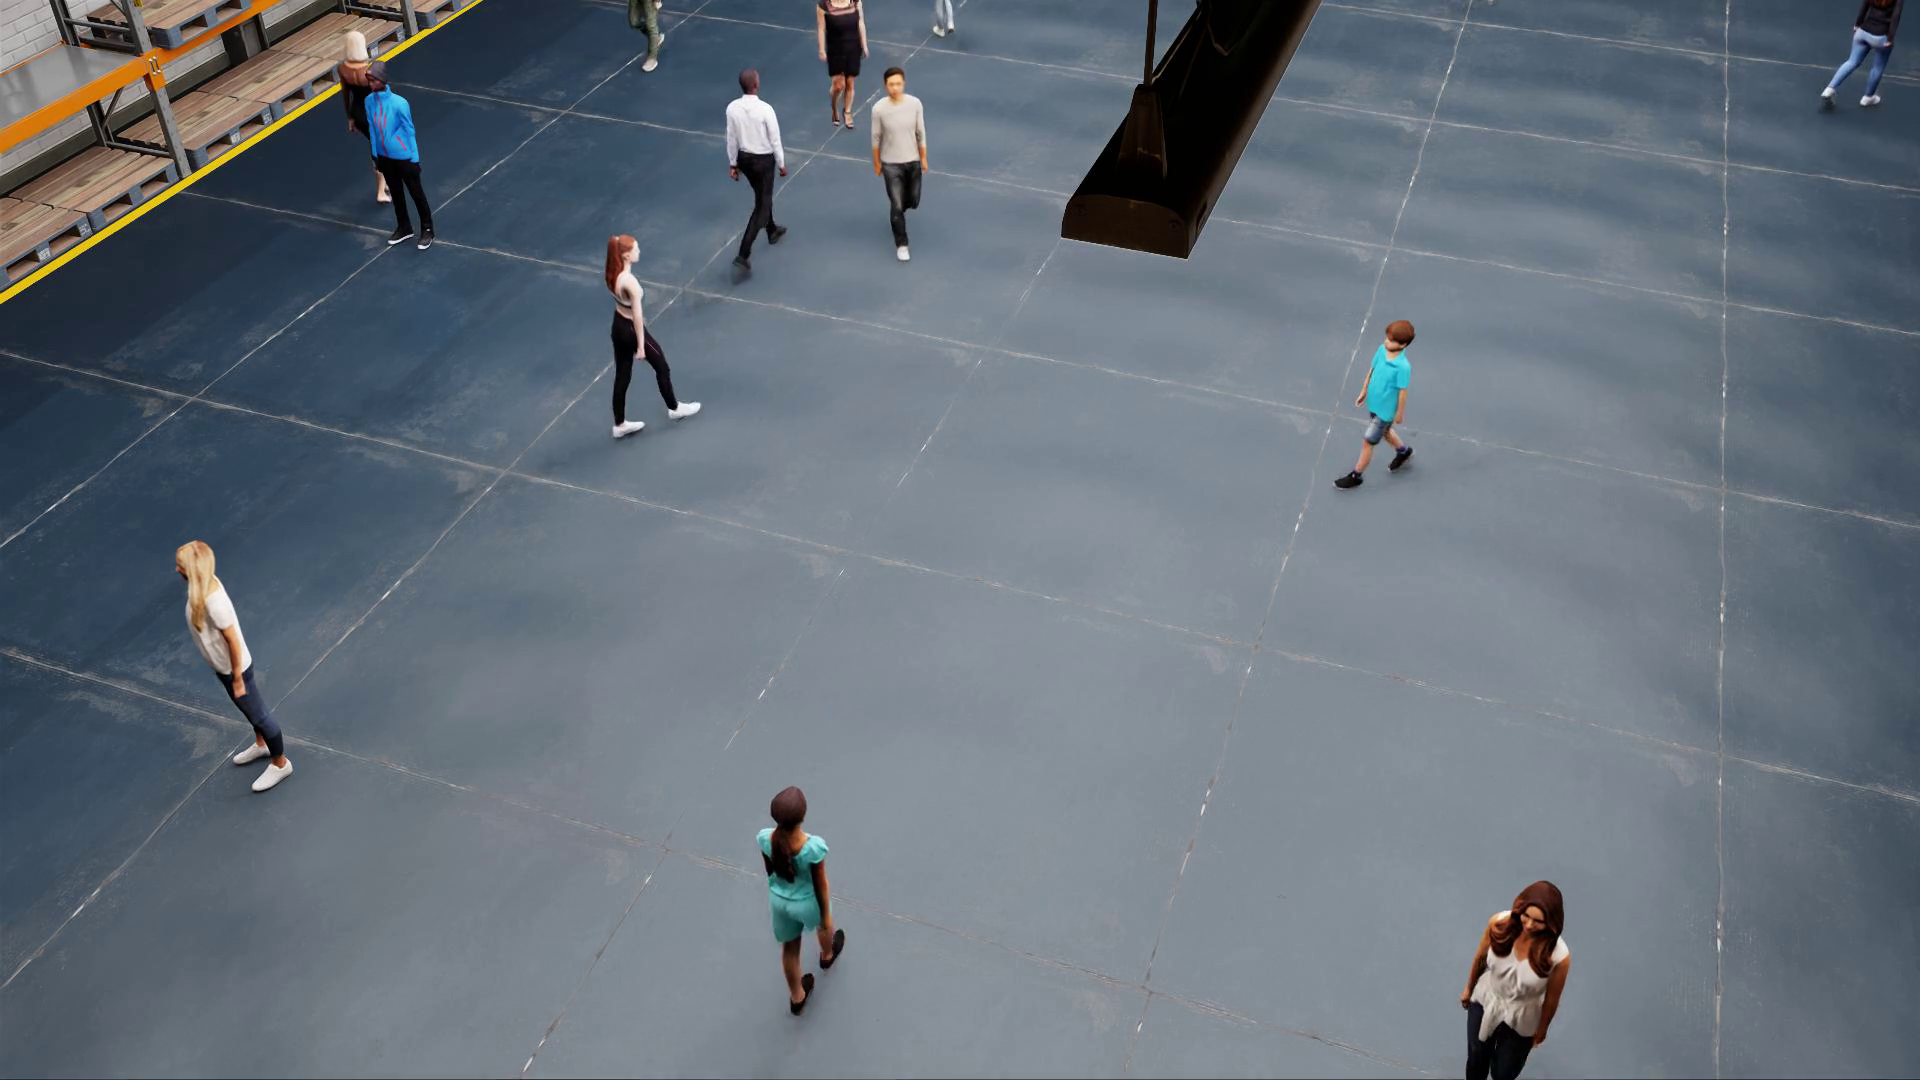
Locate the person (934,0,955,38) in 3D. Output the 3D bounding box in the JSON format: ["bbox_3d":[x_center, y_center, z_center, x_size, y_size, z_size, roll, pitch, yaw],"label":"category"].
[{"bbox_3d":[-0.182,-6.513,19.450,0.667,1.300,0.727,-16,41,-19],"label":"person"}]

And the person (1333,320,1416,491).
[{"bbox_3d":[3.243,-1.043,12.501,0.938,1.426,0.944,-11,40,-13],"label":"person"}]

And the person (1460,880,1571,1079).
[{"bbox_3d":[2.705,2.234,8.119,0.755,1.772,0.900,30,47,32],"label":"person"}]

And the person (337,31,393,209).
[{"bbox_3d":[-5.693,-3.980,15.934,0.586,1.731,0.615,13,40,15],"label":"person"}]

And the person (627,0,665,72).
[{"bbox_3d":[-3.519,-6.162,18.731,0.602,1.649,0.778,15,41,18],"label":"person"}]

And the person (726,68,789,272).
[{"bbox_3d":[-1.877,-3.308,15.044,0.703,1.792,1.269,16,41,19],"label":"person"}]

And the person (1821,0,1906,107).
[{"bbox_3d":[9.726,-5.379,17.786,1.108,1.606,1.029,-19,42,-22],"label":"person"}]

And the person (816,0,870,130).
[{"bbox_3d":[-1.252,-5.117,17.380,0.765,1.702,0.819,-15,41,-18],"label":"person"}]

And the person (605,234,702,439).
[{"bbox_3d":[-2.632,-1.545,12.895,1.067,1.717,0.920,-27,46,-29],"label":"person"}]

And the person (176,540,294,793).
[{"bbox_3d":[-4.362,0.731,9.972,0.666,1.809,0.662,-27,46,-30],"label":"person"}]

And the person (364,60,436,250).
[{"bbox_3d":[-5.187,-3.558,15.356,0.619,1.793,0.529,11,40,13],"label":"person"}]

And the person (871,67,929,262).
[{"bbox_3d":[-0.560,-3.515,15.300,0.966,1.795,1.081,-9,39,-11],"label":"person"}]

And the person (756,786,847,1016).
[{"bbox_3d":[-0.873,1.928,8.685,0.583,1.545,0.798,10,40,12],"label":"person"}]
